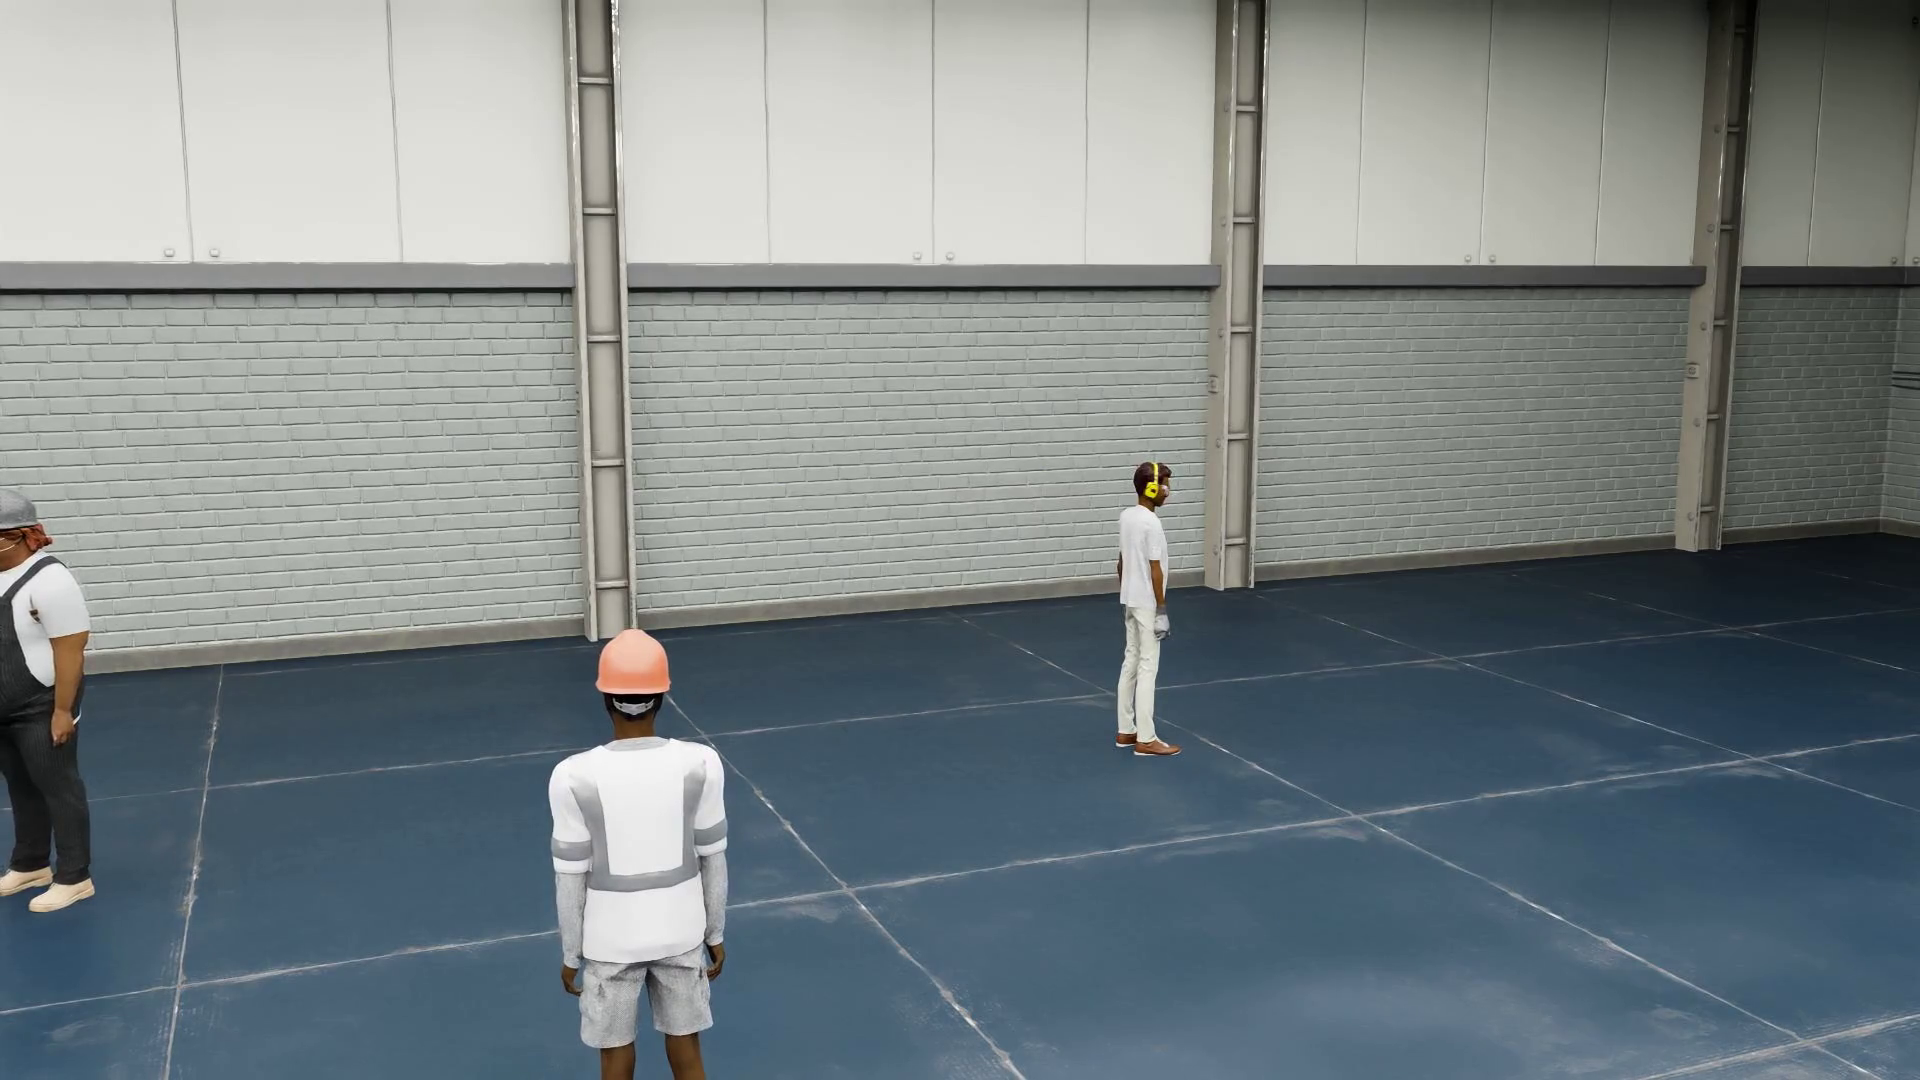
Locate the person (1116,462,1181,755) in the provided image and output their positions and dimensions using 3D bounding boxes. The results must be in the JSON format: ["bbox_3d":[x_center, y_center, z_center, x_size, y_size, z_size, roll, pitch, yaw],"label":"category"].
[{"bbox_3d":[1.183,0.436,10.567,0.328,1.856,0.521,-4,10,-22],"label":"person"}]

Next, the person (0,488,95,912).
[{"bbox_3d":[-4.499,0.759,7.953,0.684,2.000,0.535,6,11,33],"label":"person"}]

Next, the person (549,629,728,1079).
[{"bbox_3d":[-1.005,1.239,5.258,0.545,1.939,0.354,-3,10,-20],"label":"person"}]
